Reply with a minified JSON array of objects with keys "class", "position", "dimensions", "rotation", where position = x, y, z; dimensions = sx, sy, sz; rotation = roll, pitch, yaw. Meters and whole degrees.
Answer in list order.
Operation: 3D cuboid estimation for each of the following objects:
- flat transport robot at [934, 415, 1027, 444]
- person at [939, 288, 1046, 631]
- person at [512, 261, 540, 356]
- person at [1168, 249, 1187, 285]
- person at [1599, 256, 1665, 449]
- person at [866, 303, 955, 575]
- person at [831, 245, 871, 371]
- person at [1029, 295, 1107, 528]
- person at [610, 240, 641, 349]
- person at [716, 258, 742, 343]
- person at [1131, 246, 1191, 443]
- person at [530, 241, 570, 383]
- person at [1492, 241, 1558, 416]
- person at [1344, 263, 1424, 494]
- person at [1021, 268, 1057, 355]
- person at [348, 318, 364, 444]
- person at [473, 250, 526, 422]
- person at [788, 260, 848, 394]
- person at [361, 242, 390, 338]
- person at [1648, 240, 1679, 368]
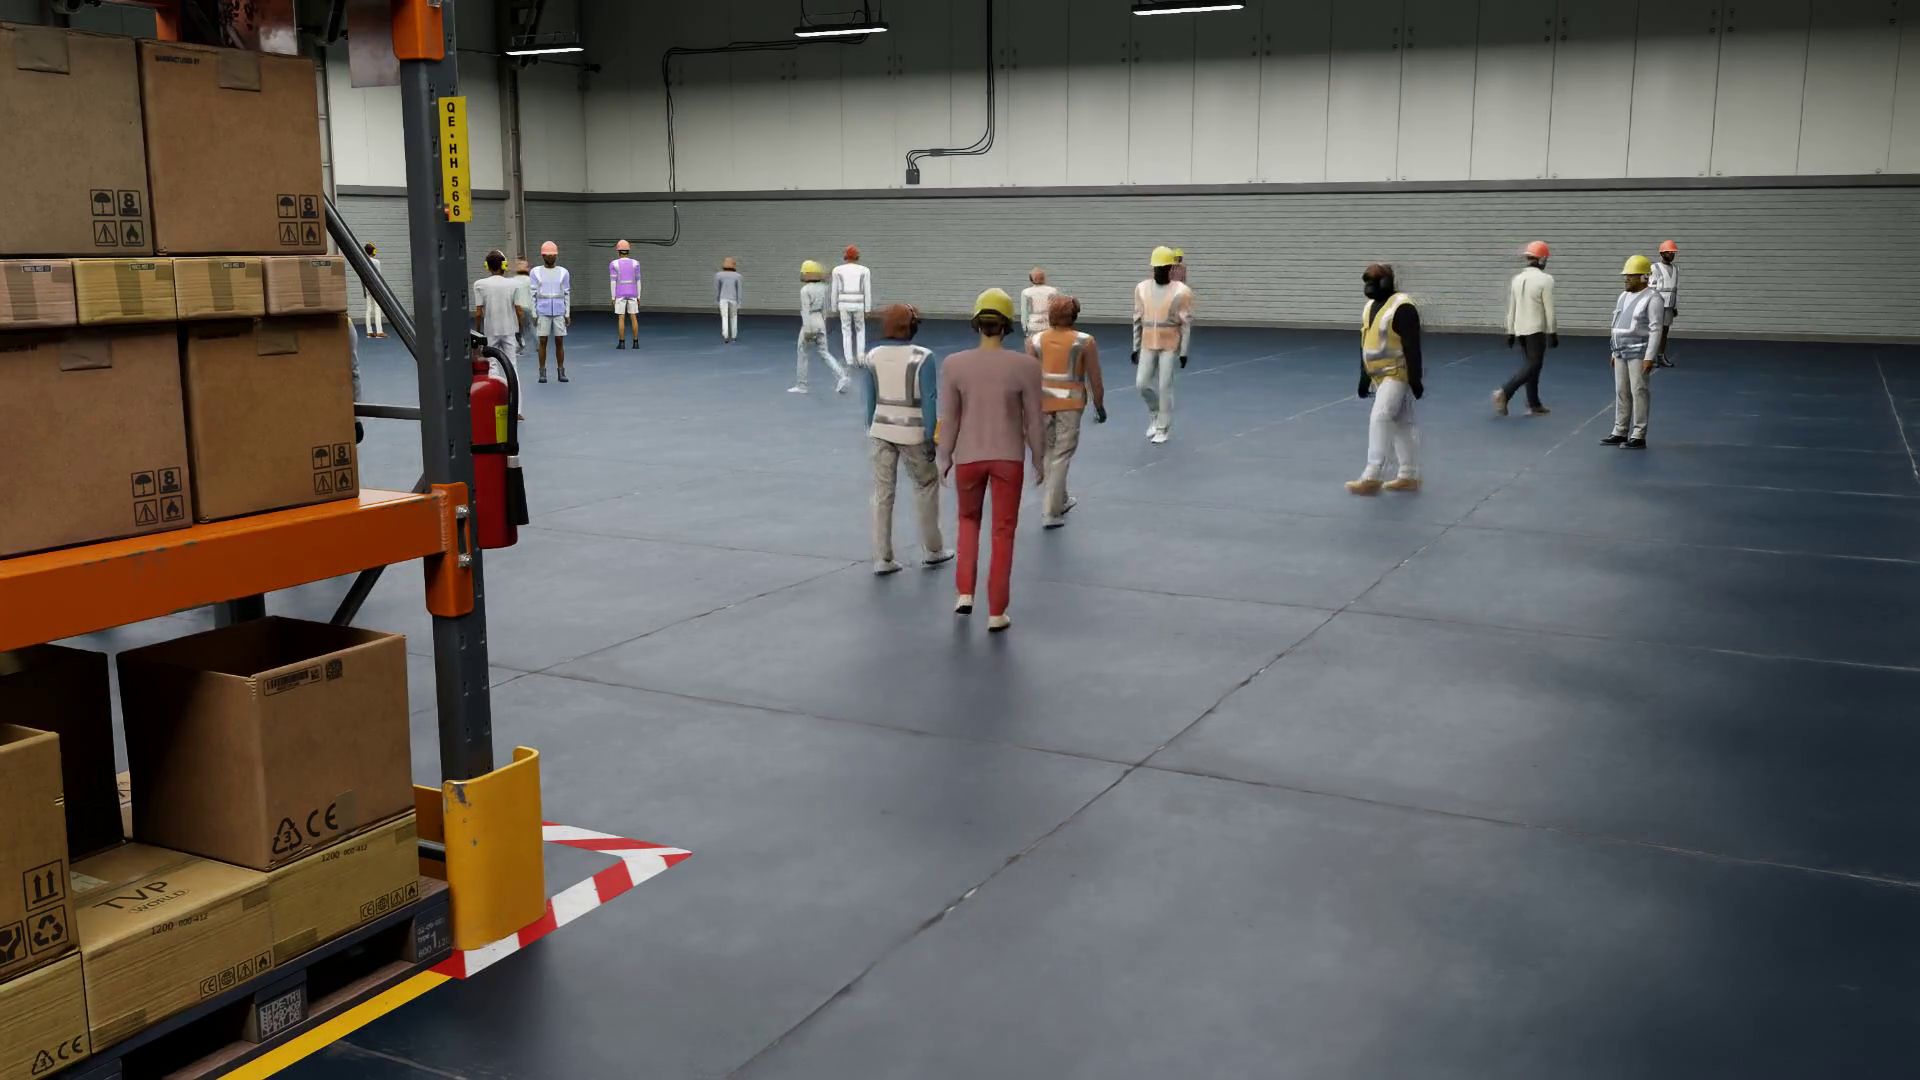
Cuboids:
[{"class":"flat transport robot","position":[0.195,-1.115,16.454],"dimensions":[0.652,0.197,1.431],"rotation":[8,13,38]},{"class":"person","position":[0.172,-0.414,8.587],"dimensions":[0.541,1.752,0.482],"rotation":[2,11,13]},{"class":"person","position":[-7.365,-3.922,28.156],"dimensions":[0.514,1.580,0.901],"rotation":[2,11,13]},{"class":"person","position":[4.548,-5.287,35.199],"dimensions":[0.529,1.744,0.784],"rotation":[-5,12,-27]},{"class":"person","position":[6.392,-1.780,15.823],"dimensions":[0.404,1.828,0.600],"rotation":[-3,11,-14]},{"class":"person","position":[-0.306,-0.620,10.067],"dimensions":[0.551,1.607,0.724],"rotation":[6,12,30]},{"class":"person","position":[-1.649,-3.489,25.057],"dimensions":[0.590,1.863,0.624],"rotation":[-1,10,-7]},{"class":"person","position":[0.750,-0.911,11.710],"dimensions":[0.526,1.603,0.822],"rotation":[6,12,30]},{"class":"person","position":[-5.949,-4.360,29.590],"dimensions":[0.545,1.942,0.350],"rotation":[-5,11,-24]},{"class":"person","position":[-4.370,-4.529,31.441],"dimensions":[0.506,1.598,0.820],"rotation":[-1,10,-4]},{"class":"person","position":[1.948,-1.899,16.239],"dimensions":[0.616,1.913,0.411],"rotation":[6,12,28]},{"class":"person","position":[-5.636,-3.137,22.925],"dimensions":[0.543,1.941,0.352],"rotation":[-4,11,-22]},{"class":"person","position":[6.326,-2.350,18.571],"dimensions":[0.831,1.966,0.616],"rotation":[-4,11,-18]},{"class":"person","position":[3.315,-1.265,13.107],"dimensions":[0.785,1.800,0.636],"rotation":[-1,10,-8]},{"class":"person","position":[1.067,-2.819,22.121],"dimensions":[0.520,1.596,0.854],"rotation":[-2,11,-9]},{"class":"person","position":[-3.910,-0.720,10.016],"dimensions":[0.633,1.841,0.429],"rotation":[-6,12,-30]},{"class":"person","position":[-4.977,-2.194,17.985],"dimensions":[0.532,1.865,0.310],"rotation":[-4,11,-19]},{"class":"person","position":[-1.822,-2.720,21.275],"dimensions":[0.805,1.716,0.492],"rotation":[6,12,31]},{"class":"person","position":[-11.628,-4.947,32.972],"dimensions":[0.515,1.877,0.328],"rotation":[4,11,21]},{"class":"person","position":[10.796,-3.613,25.516],"dimensions":[0.546,1.942,0.353],"rotation":[-4,11,-22]}]
